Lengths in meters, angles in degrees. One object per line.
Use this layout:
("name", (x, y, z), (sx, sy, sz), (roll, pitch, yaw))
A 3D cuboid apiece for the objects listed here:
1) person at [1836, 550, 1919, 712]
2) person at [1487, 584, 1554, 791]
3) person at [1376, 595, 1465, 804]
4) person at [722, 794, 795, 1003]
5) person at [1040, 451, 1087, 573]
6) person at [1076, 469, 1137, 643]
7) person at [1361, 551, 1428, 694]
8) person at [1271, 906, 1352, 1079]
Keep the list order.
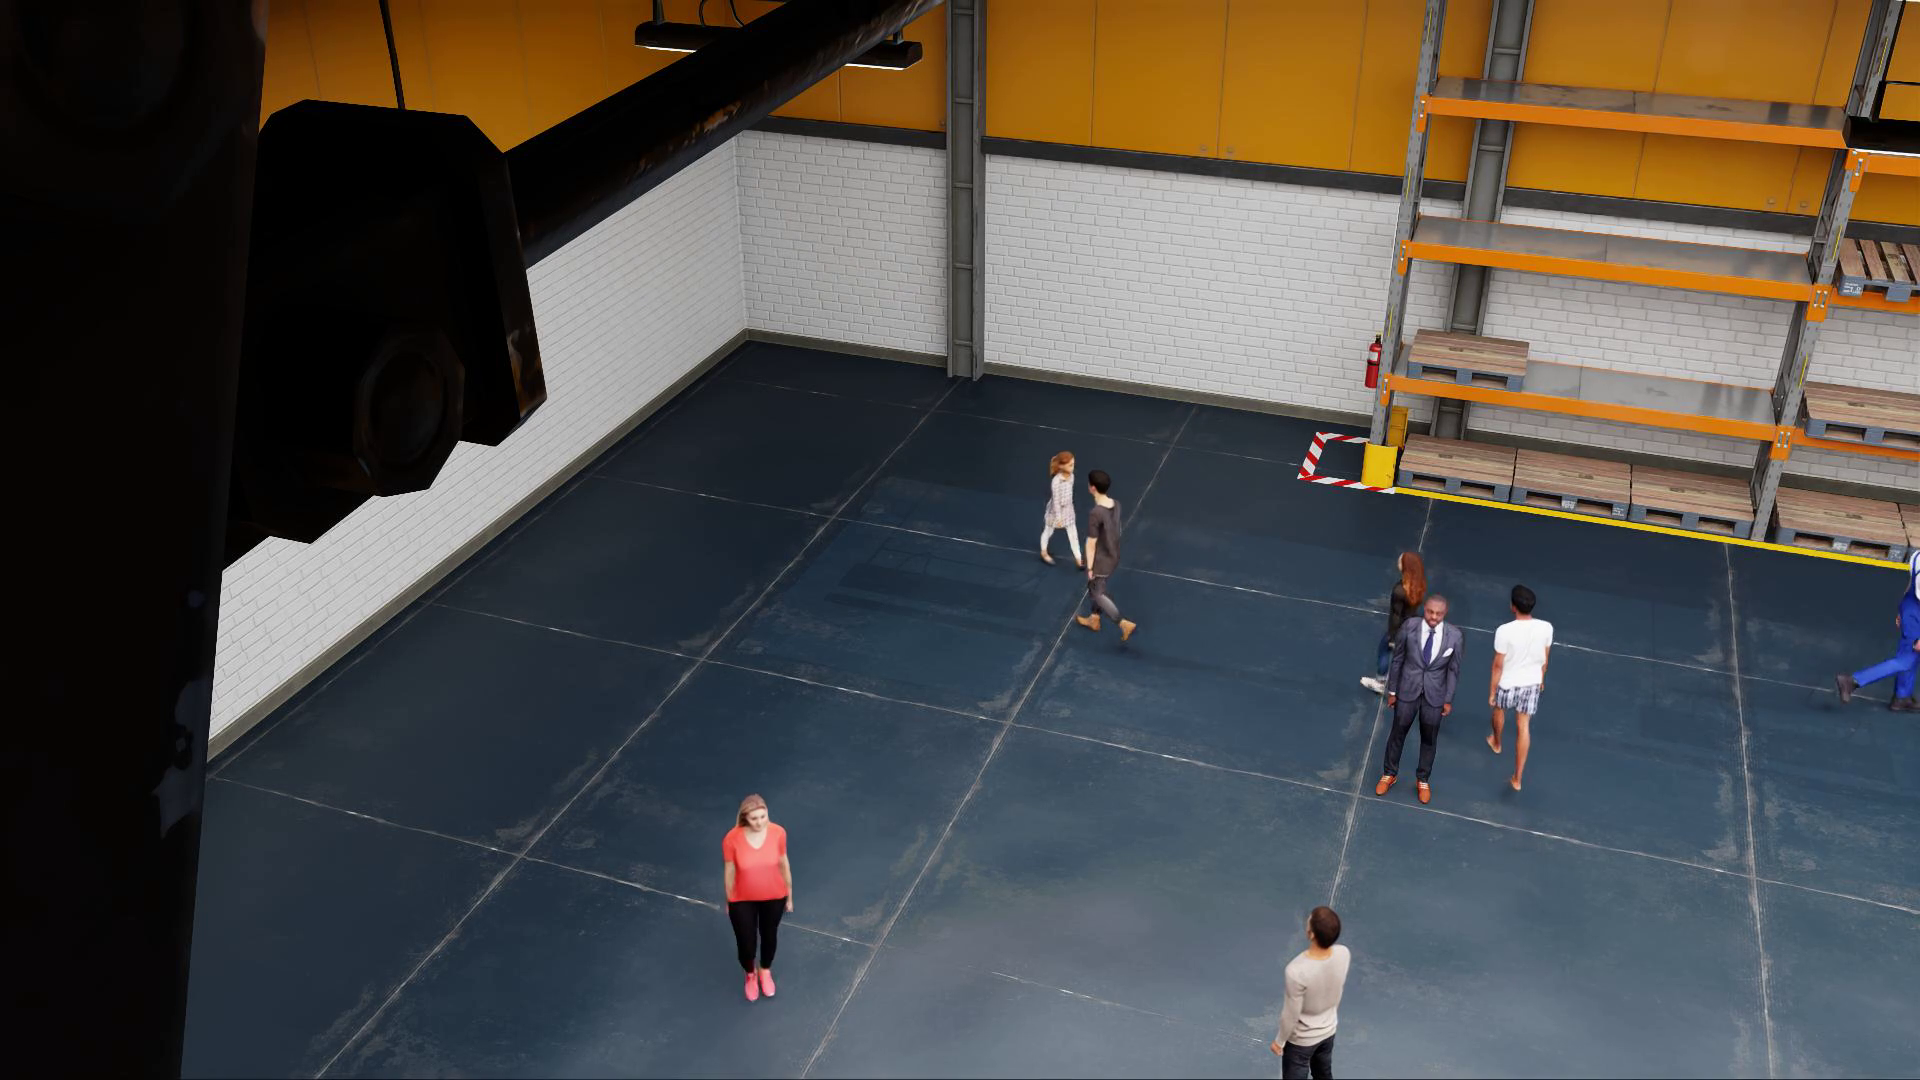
("person", (8.082, 0.698, 14.236), (1.170, 1.831, 0.819), (2, 29, 4))
("person", (4.527, 1.229, 13.421), (1.136, 1.680, 0.929), (2, 29, 3))
("person", (3.673, 1.232, 13.268), (0.538, 1.822, 0.748), (9, 30, 15))
("person", (-1.397, 2.382, 11.305), (0.738, 1.682, 0.807), (-9, 30, -16))
("person", (0.942, -0.304, 16.658), (0.796, 1.271, 0.986), (-23, 36, -36))
("person", (1.375, 0.180, 15.336), (1.058, 1.687, 0.838), (22, 35, 34))
("person", (3.907, 0.795, 14.441), (0.772, 1.466, 0.848), (-20, 34, -32))
("person", (2.113, 2.963, 10.047), (0.742, 1.868, 0.770), (-18, 33, -29))
